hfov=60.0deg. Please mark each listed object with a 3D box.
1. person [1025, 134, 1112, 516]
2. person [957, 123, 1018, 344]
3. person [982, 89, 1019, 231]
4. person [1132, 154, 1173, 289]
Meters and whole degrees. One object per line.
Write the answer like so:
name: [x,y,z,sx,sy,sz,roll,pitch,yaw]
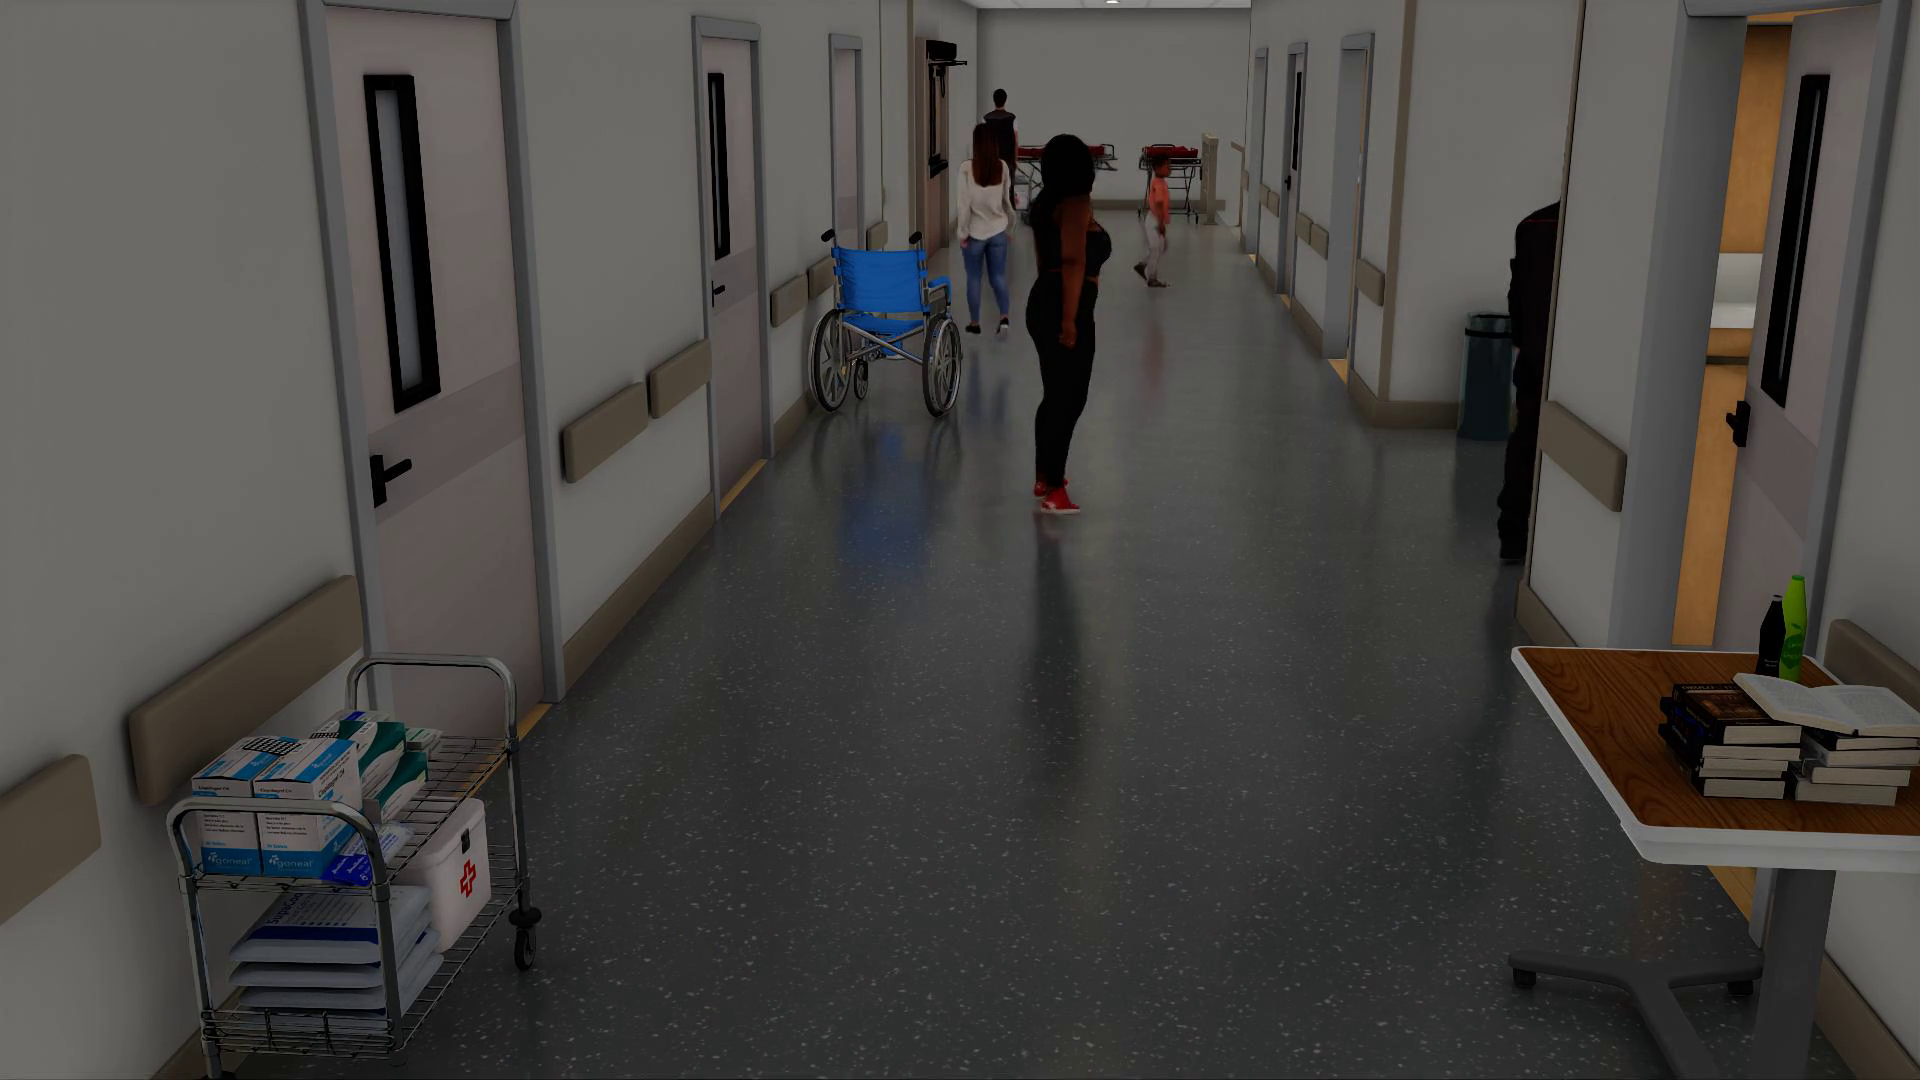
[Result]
person: [0.473,-1.023,7.971,1.010,1.781,0.752,-1,16,-5]
person: [0.224,-2.318,12.795,0.898,1.656,1.193,-4,16,-12]
person: [0.537,-5.069,22.200,0.668,1.848,0.595,0,16,-1]
person: [1.865,-3.114,16.273,0.583,1.299,0.567,2,16,7]
